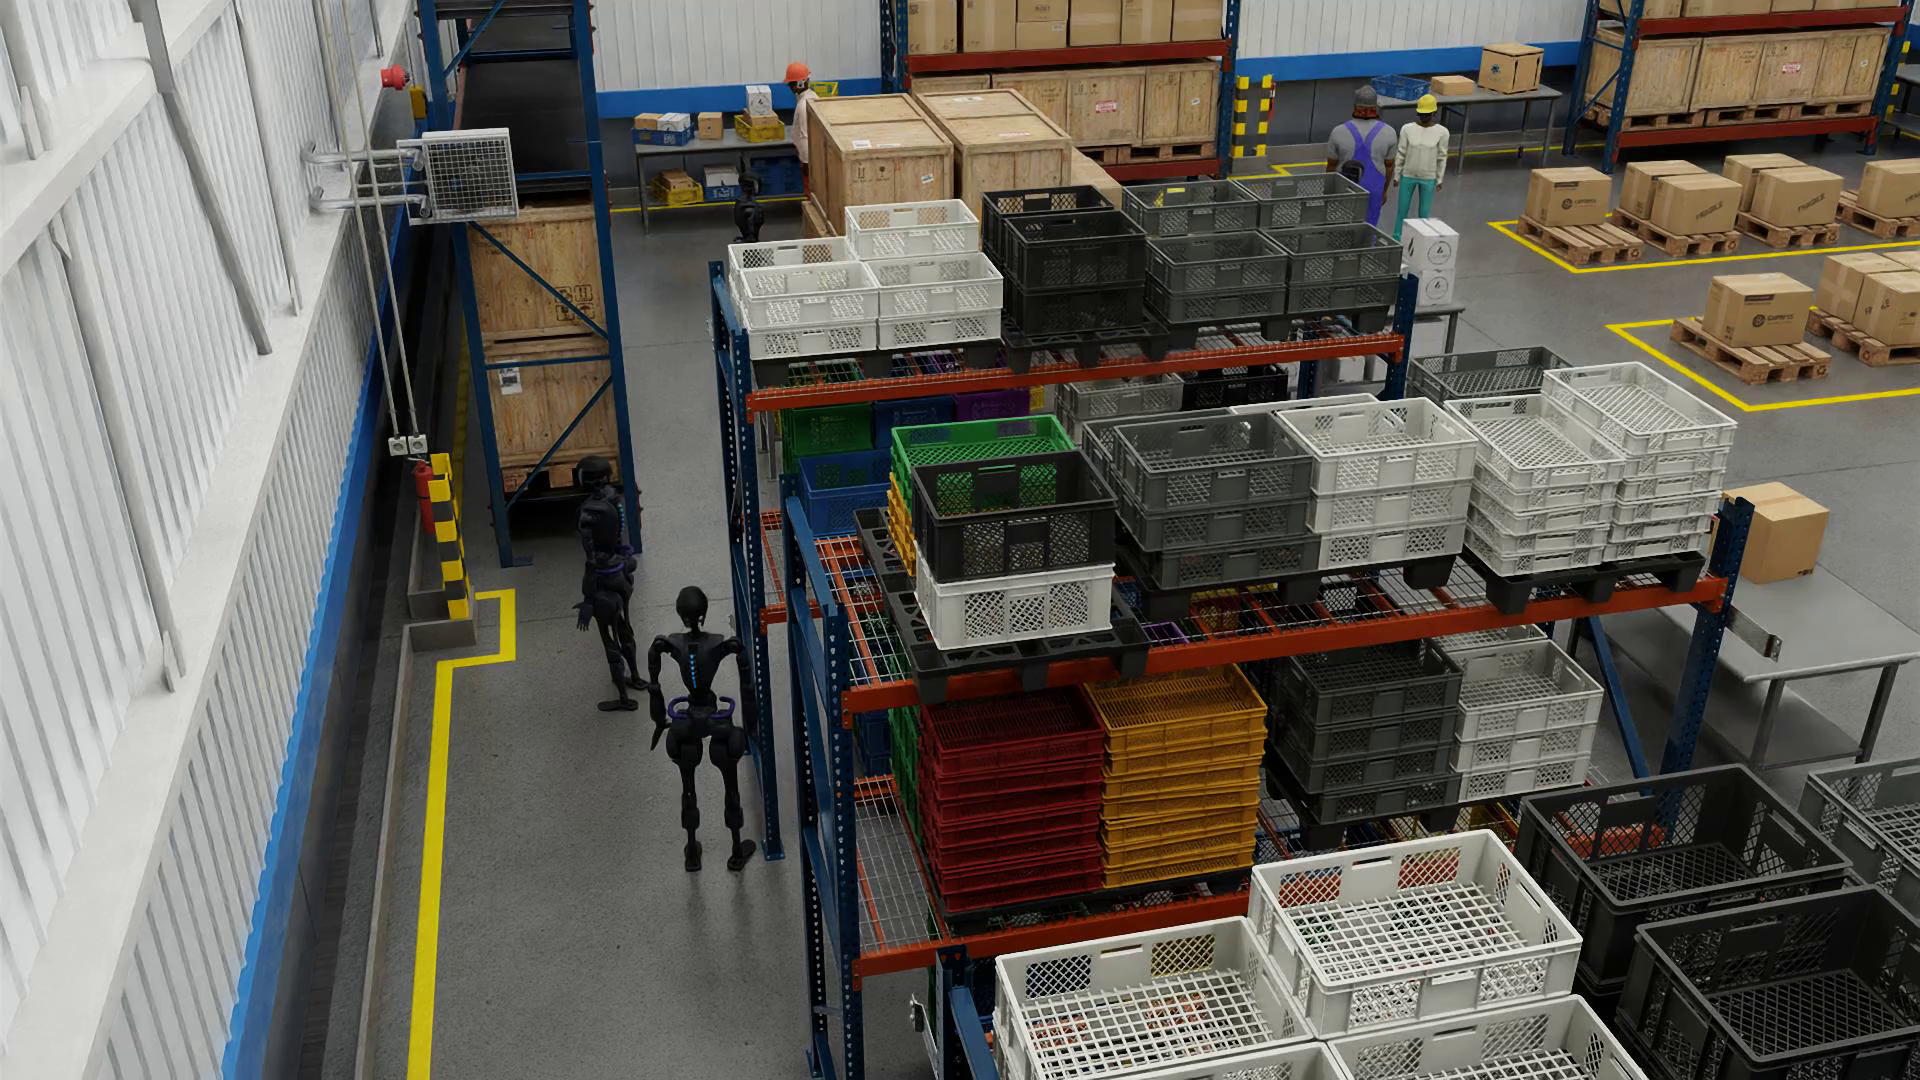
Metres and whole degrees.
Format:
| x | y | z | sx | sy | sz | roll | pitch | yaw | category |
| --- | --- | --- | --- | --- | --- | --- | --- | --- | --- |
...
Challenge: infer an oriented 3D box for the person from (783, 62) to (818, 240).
| x | y | z | sx | sy | sz | roll | pitch | yaw | category |
| --- | --- | --- | --- | --- | --- | --- | --- | --- | --- |
| -1.695 | -4.246 | 18.280 | 0.431 | 1.977 | 0.602 | 1 | 28 | 3 | person |

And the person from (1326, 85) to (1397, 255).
| x | y | z | sx | sy | sz | roll | pitch | yaw | category |
| --- | --- | --- | --- | --- | --- | --- | --- | --- | --- |
| 4.080 | -3.643 | 17.061 | 0.680 | 2.000 | 0.536 | 5 | 28 | 10 | person |

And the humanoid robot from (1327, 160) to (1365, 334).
| x | y | z | sx | sy | sz | roll | pitch | yaw | category |
| --- | --- | --- | --- | --- | --- | --- | --- | --- | --- |
| 3.617 | -2.804 | 15.855 | 0.342 | 1.647 | 0.576 | -2 | 28 | -5 | humanoid robot |

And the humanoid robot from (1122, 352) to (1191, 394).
| x | y | z | sx | sy | sz | roll | pitch | yaw | category |
| --- | --- | --- | --- | --- | --- | --- | --- | --- | --- |
| 1.377 | -0.771 | 11.993 | 0.589 | 1.656 | 0.392 | 13 | 30 | 23 | humanoid robot |

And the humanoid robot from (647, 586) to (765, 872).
| x | y | z | sx | sy | sz | roll | pitch | yaw | category |
| --- | --- | --- | --- | --- | --- | --- | --- | --- | --- |
| -1.328 | 0.979 | 8.660 | 0.610 | 1.661 | 0.314 | 0 | 28 | 1 | humanoid robot |

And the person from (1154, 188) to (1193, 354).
| x | y | z | sx | sy | sz | roll | pitch | yaw | category |
| --- | --- | --- | --- | --- | --- | --- | --- | --- | --- |
| 1.787 | -2.110 | 14.269 | 0.356 | 1.930 | 0.586 | -10 | 29 | -18 | person |

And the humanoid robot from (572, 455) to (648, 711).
| x | y | z | sx | sy | sz | roll | pitch | yaw | category |
| --- | --- | --- | --- | --- | --- | --- | --- | --- | --- |
| -2.134 | 0.255 | 10.038 | 0.311 | 1.657 | 0.616 | 4 | 28 | 8 | humanoid robot |

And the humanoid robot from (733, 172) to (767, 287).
| x | y | z | sx | sy | sz | roll | pitch | yaw | category |
| --- | --- | --- | --- | --- | --- | --- | --- | --- | --- |
| -1.950 | -2.614 | 15.495 | 0.335 | 1.650 | 0.573 | -3 | 28 | -6 | humanoid robot |

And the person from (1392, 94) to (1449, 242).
| x | y | z | sx | sy | sz | roll | pitch | yaw | category |
| --- | --- | --- | --- | --- | --- | --- | --- | --- | --- |
| 4.909 | -3.881 | 17.802 | 0.528 | 1.767 | 0.327 | 10 | 29 | 18 | person |
